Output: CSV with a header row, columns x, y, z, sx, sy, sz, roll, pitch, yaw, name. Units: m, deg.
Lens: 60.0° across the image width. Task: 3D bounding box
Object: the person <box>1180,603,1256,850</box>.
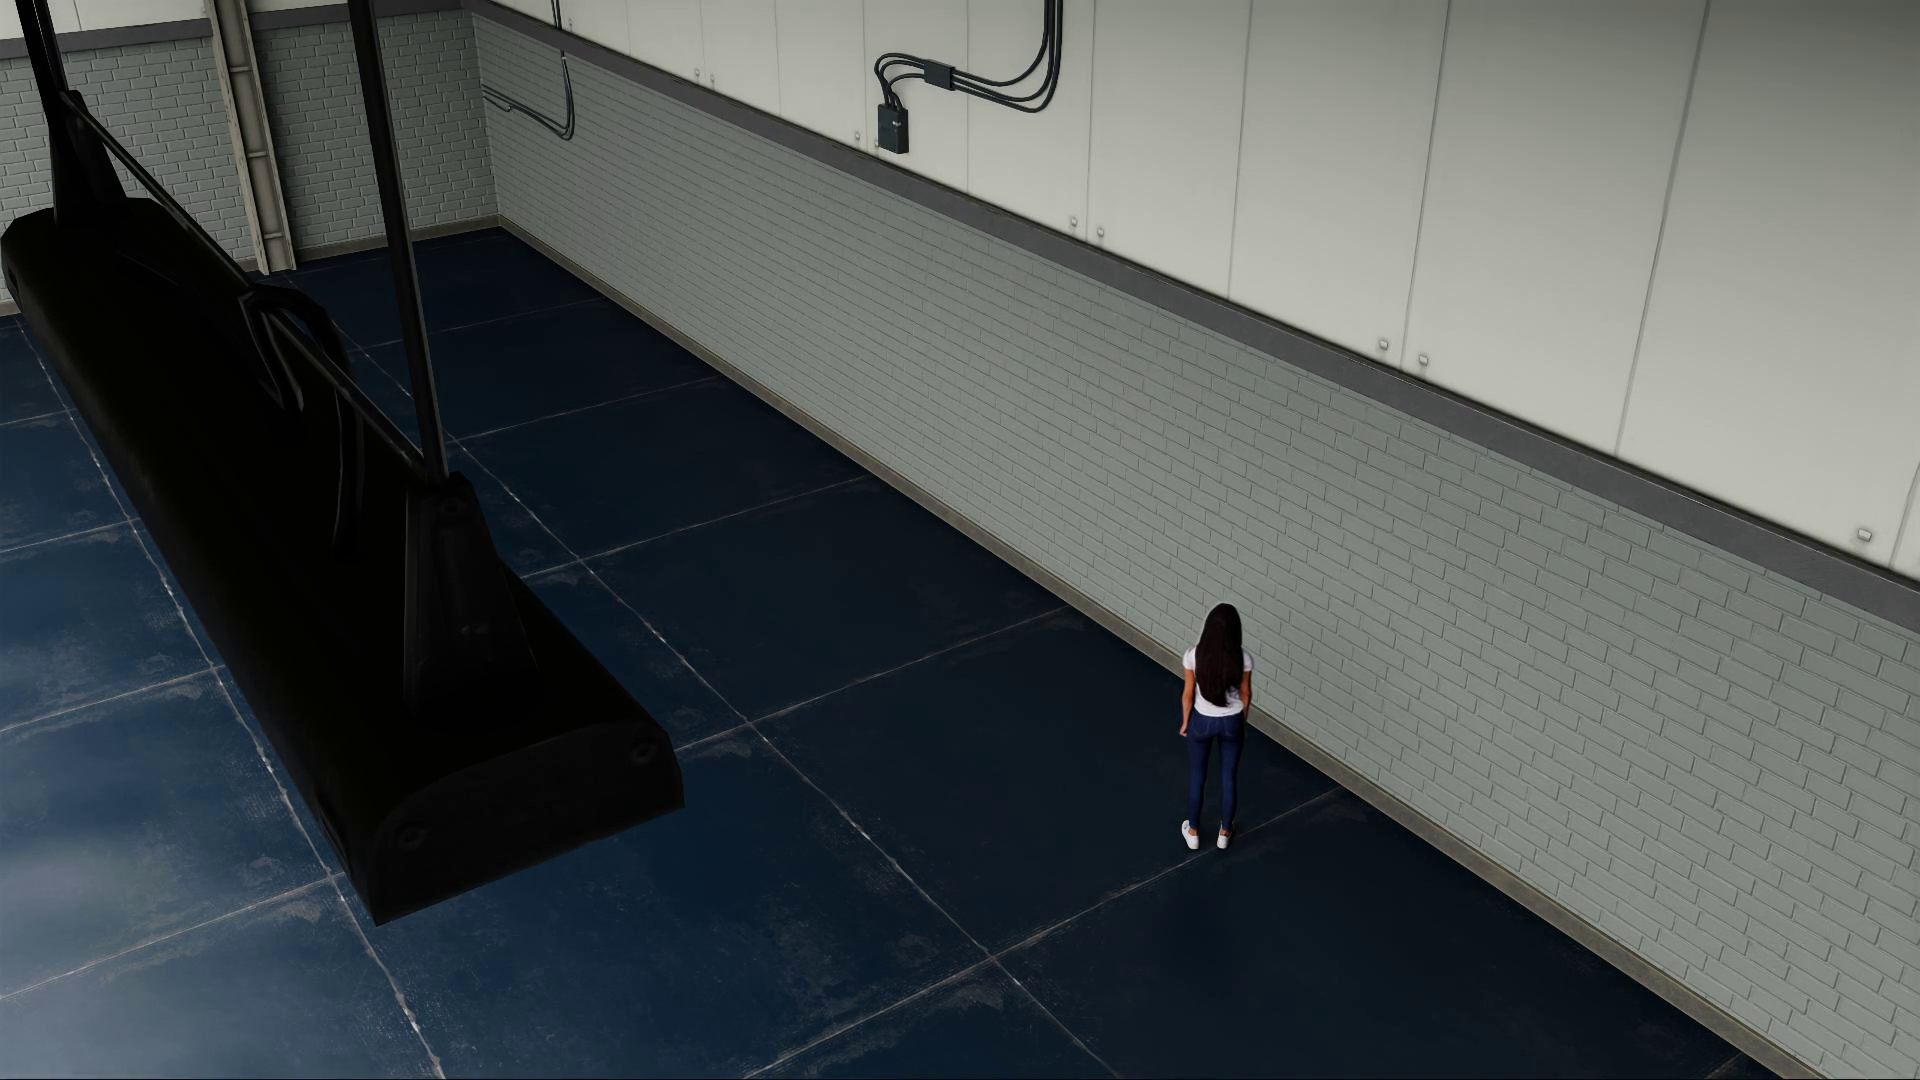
x,y,z,sx,sy,sz,roll,pitch,yaw,name
1.608,1.177,10.437,0.650,1.775,0.726,3,28,5,person
